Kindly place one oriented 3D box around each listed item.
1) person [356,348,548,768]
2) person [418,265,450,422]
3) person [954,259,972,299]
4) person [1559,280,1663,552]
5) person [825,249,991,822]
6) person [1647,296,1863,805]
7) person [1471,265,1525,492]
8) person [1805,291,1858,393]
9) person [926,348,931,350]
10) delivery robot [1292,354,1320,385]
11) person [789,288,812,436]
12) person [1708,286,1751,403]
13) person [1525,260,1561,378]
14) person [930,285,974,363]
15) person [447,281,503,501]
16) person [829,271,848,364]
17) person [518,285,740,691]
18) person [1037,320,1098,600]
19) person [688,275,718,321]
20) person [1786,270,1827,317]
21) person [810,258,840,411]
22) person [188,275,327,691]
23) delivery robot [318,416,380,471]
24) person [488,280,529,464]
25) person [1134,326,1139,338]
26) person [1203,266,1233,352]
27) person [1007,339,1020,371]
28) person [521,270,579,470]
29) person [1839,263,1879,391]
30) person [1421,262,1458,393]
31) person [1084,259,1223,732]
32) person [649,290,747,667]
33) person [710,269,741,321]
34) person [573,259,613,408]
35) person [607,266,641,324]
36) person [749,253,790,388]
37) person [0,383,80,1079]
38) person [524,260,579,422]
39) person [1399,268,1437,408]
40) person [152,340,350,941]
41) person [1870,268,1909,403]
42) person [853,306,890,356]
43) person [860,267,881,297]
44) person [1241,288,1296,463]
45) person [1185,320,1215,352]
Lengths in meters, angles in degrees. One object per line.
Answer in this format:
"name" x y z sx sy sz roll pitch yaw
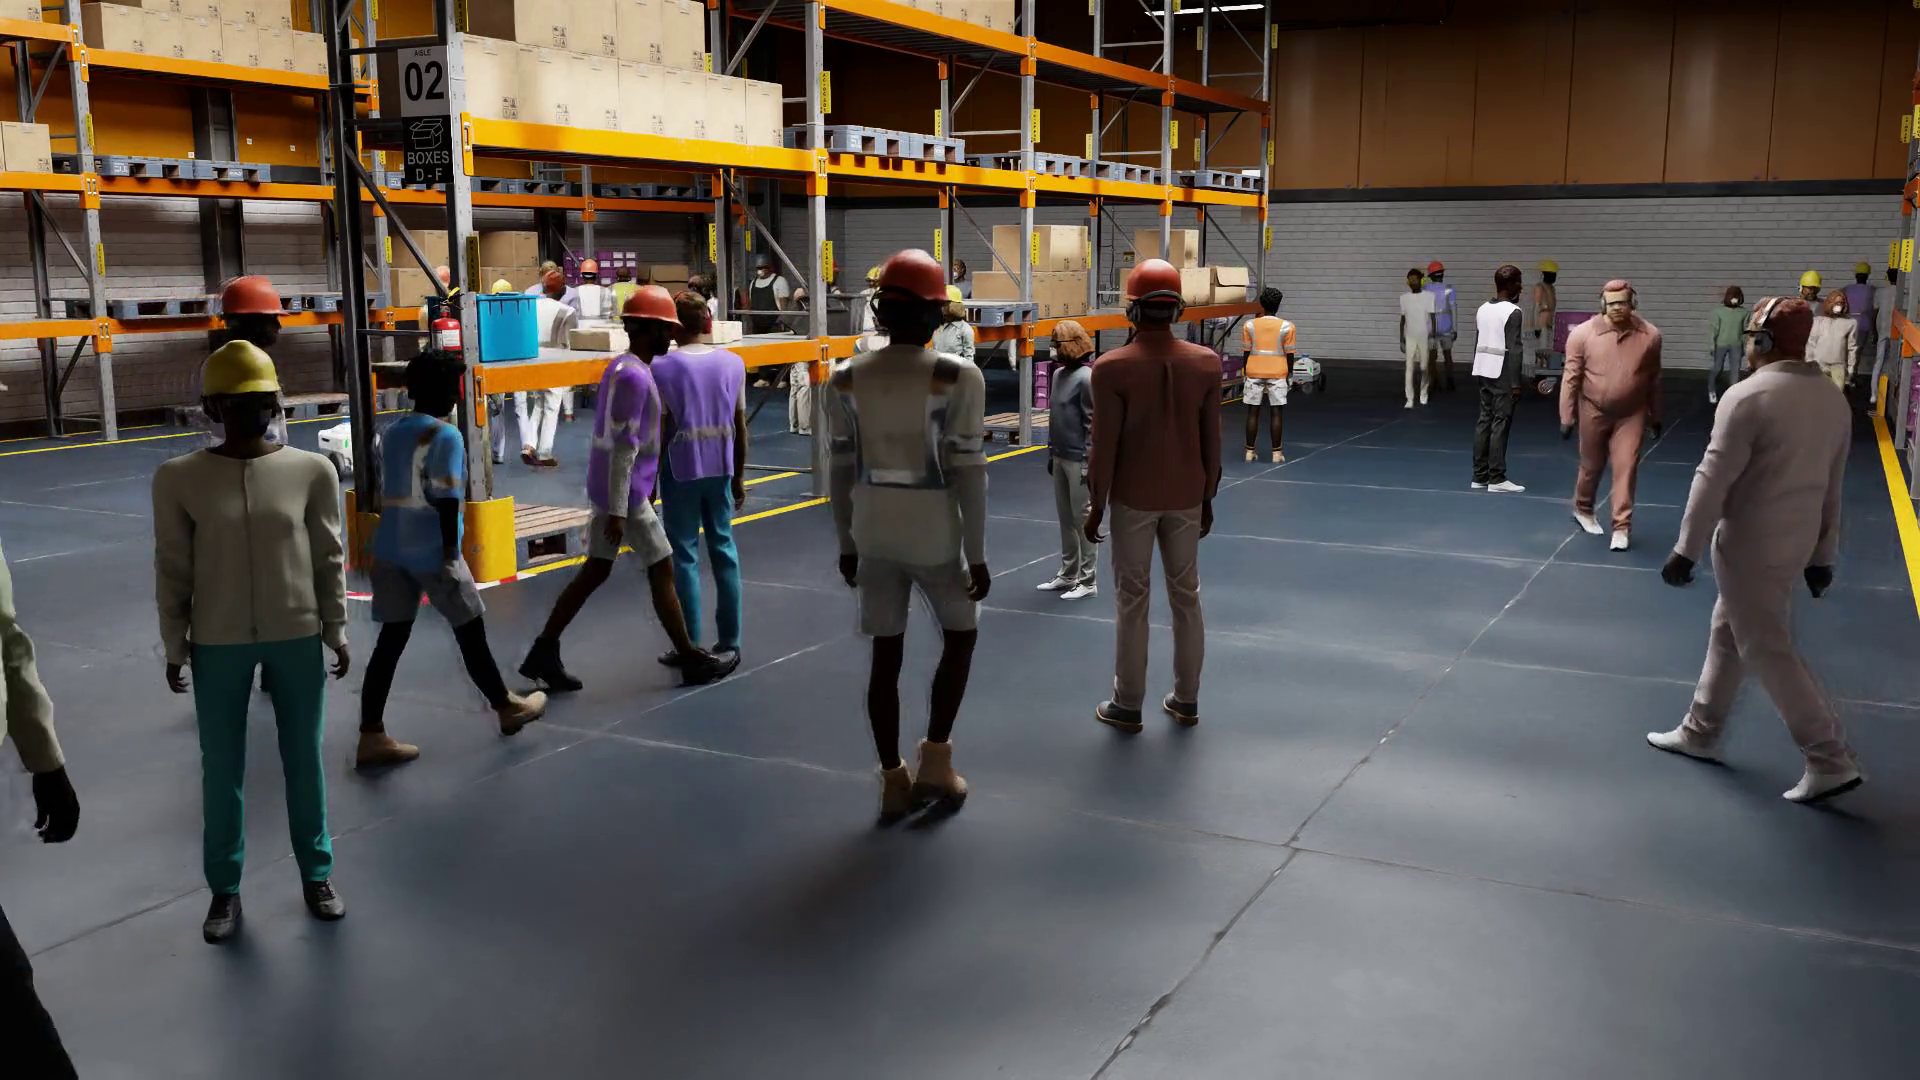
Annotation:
"person" -2.100 0.055 6.689 0.561 1.633 0.841 7 12 37
"person" -4.715 -1.586 15.425 0.563 1.913 0.562 -1 10 -3
"person" -0.025 -2.856 22.707 0.628 1.940 0.373 5 11 28
"person" 4.545 -0.890 11.617 0.701 1.850 0.966 2 10 13
"person" -0.156 -0.011 5.965 0.635 2.029 0.524 4 11 21
"person" 3.054 0.022 6.265 0.647 1.869 0.958 -6 12 -32
"person" 4.581 -1.369 14.151 0.378 1.917 0.598 -2 10 -14
"person" 9.179 -1.812 17.567 0.497 1.628 0.287 3 10 18
"person" -0.593 -2.572 21.339 0.589 1.836 0.887 7 12 35
"delivery robot" 5.008 -2.461 24.150 0.477 0.478 0.707 4 10 21
"person" -1.750 -1.980 18.495 0.315 1.640 0.515 -5 11 -26
"person" 10.215 -2.588 22.129 0.500 1.602 0.802 2 10 11
"person" 8.877 -3.307 25.369 0.497 1.914 0.604 8 12 38
"person" -0.094 -1.330 14.430 0.487 1.746 0.290 8 13 40
"person" -3.858 -1.150 13.029 0.532 1.871 0.321 -3 10 -16
"person" -1.873 -2.984 23.846 0.849 1.794 0.542 -8 12 -38
"person" -1.568 -0.219 7.641 1.014 1.881 0.593 -4 10 -20
"person" 0.649 -0.466 9.751 0.266 1.631 0.507 -4 11 -22
"person" -2.651 -1.870 17.429 0.632 1.802 0.952 7 12 35
"person" 9.421 -2.091 18.586 0.588 1.831 0.404 1 10 7
"person" -1.730 -2.649 21.373 0.416 1.991 0.625 -3 10 -18
"person" -3.229 -0.227 7.528 0.552 1.923 0.569 -9 13 -41
"delivery robot" -5.490 -0.871 14.945 0.477 0.478 0.707 -8 13 -40
"person" -4.373 -1.612 16.000 0.533 1.768 0.310 -5 11 -27
"person" 2.848 -3.199 25.262 0.520 1.747 0.410 4 10 20
"person" 3.950 -3.341 25.872 0.593 1.819 0.404 0 10 1
"person" 0.967 -3.885 28.775 0.642 1.911 0.917 0 10 -2
"person" -3.834 -1.576 15.514 0.624 1.860 0.428 3 10 16
"person" 13.283 -3.154 24.620 0.600 1.887 1.001 9 13 41
"person" 6.979 -3.091 24.230 0.592 1.885 0.853 5 11 25
"person" 0.815 -0.182 7.056 0.611 1.996 0.379 -3 10 -19
"person" -1.280 -0.291 8.123 0.570 1.843 0.372 -8 13 -39
"person" -3.558 -3.136 24.780 0.631 1.794 0.968 -1 10 -4
"person" -4.799 -2.679 21.683 0.545 1.938 0.357 -2 10 -11
"person" -4.786 -2.997 23.808 0.634 1.839 0.429 -4 10 -20
"person" -2.908 -3.304 25.002 0.692 2.000 0.535 5 11 28
"person" -2.034 0.496 3.306 1.088 1.933 0.632 -1 10 -4
"person" -4.878 -2.370 19.891 0.633 1.938 0.356 -4 10 -20
"person" 6.054 -2.669 21.946 0.530 1.833 0.876 4 11 24
"person" -2.095 0.294 4.958 0.531 1.772 0.301 -5 11 -27
"person" 12.507 -2.761 22.340 0.328 1.876 0.514 -7 12 -33
"person" -0.591 -1.036 13.059 0.523 1.633 0.325 -1 10 -5
"person" -1.120 -2.726 22.262 0.404 1.828 0.603 -9 13 -41
"person" 2.969 -1.580 16.042 0.530 1.689 0.322 4 10 20
"person" 3.738 -3.455 26.375 0.838 1.870 0.654 4 11 22
